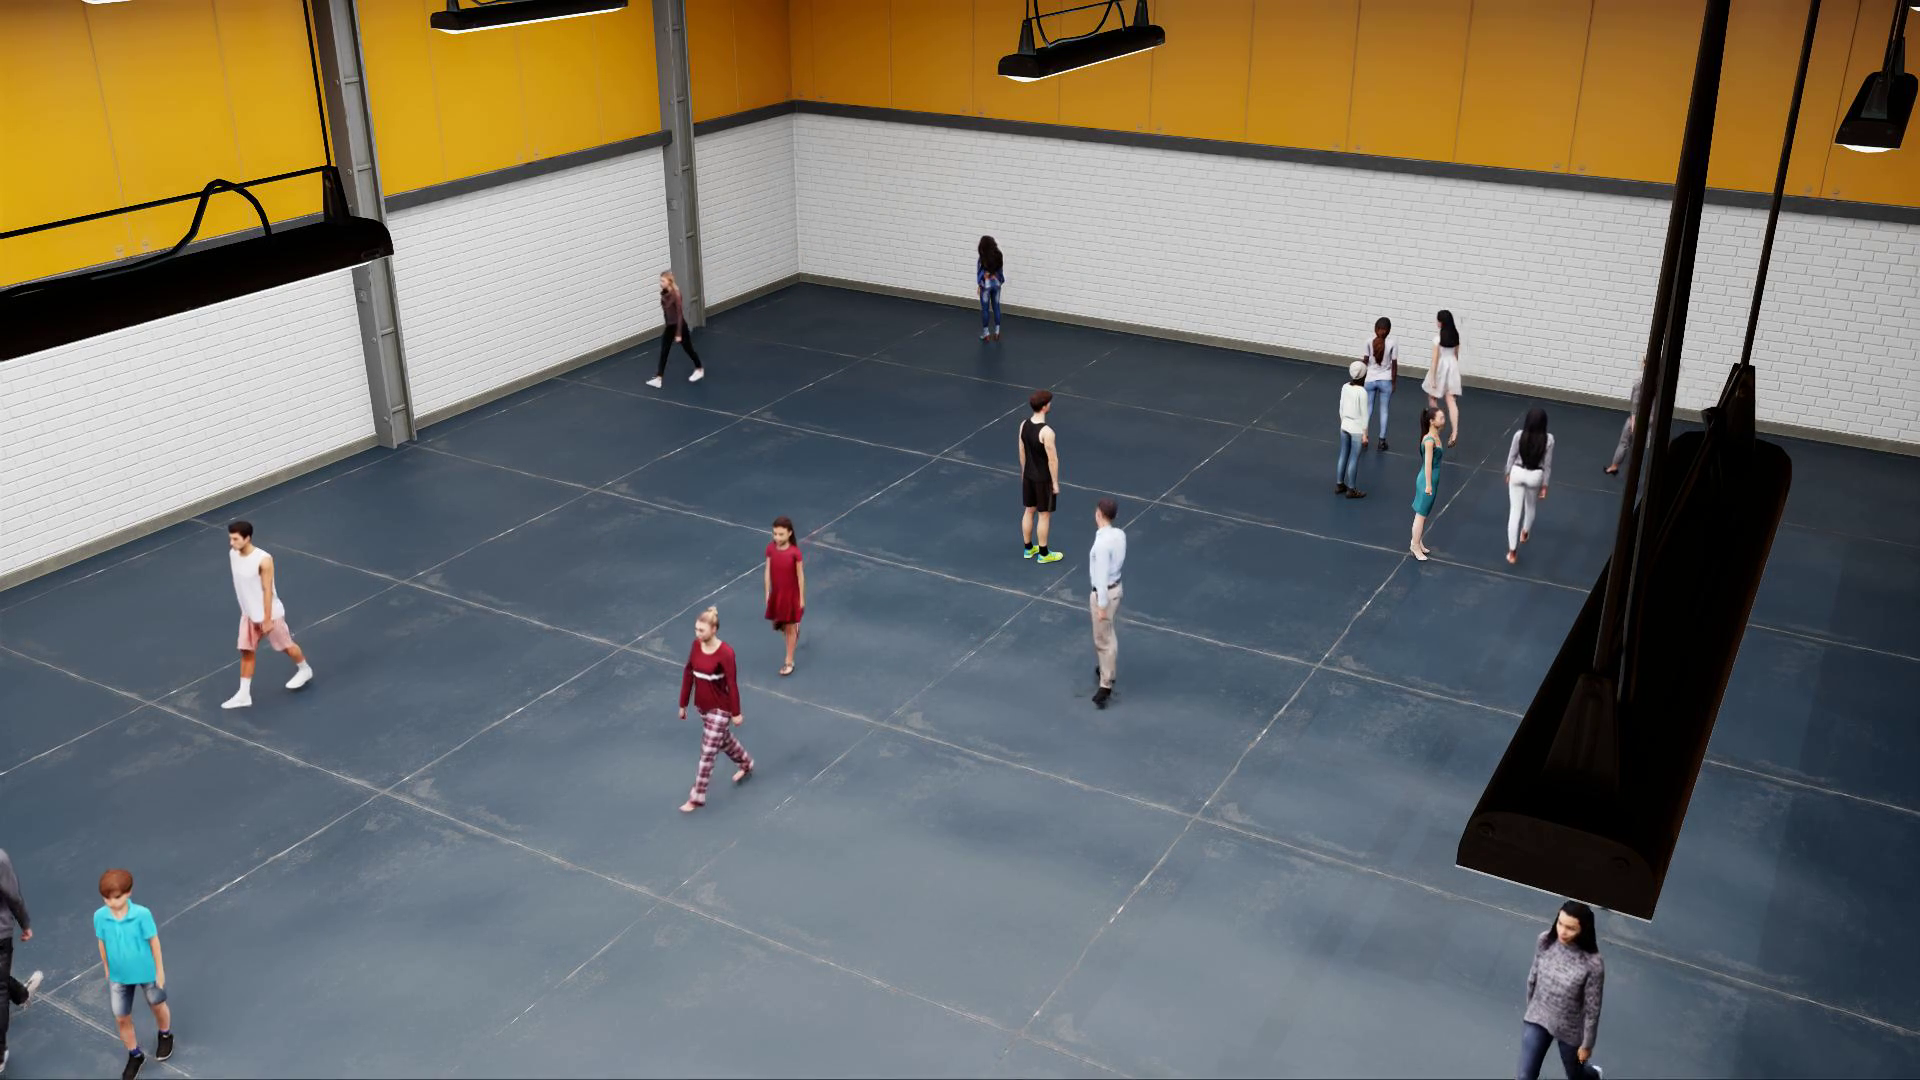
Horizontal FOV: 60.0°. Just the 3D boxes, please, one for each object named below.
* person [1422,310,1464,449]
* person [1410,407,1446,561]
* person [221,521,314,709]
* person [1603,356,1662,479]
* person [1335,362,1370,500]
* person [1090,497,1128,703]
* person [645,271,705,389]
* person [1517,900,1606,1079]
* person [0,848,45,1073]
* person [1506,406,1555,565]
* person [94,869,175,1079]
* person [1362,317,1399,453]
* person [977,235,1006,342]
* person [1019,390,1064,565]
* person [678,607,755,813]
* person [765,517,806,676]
[{"bbox_3d":[6.118,-1.981,20.859,1.104,1.726,1.192,-5,24,-10],"label":"person"},{"bbox_3d":[4.999,-0.615,17.782,0.634,1.687,0.463,9,25,20],"label":"person"},{"bbox_3d":[-6.170,0.622,14.895,0.676,1.733,1.125,12,26,25],"label":"person"},{"bbox_3d":[8.071,-1.324,19.477,1.089,1.629,1.149,-6,24,-14],"label":"person"},{"bbox_3d":[4.594,-1.301,19.406,0.658,1.644,0.647,-13,27,-27],"label":"person"},{"bbox_3d":[1.324,0.547,14.965,0.949,1.816,0.550,4,24,9],"label":"person"},{"bbox_3d":[-3.862,-2.920,23.119,0.812,1.636,1.248,21,31,39],"label":"person"},{"bbox_3d":[3.602,2.841,9.858,1.186,1.702,0.854,-20,31,-38],"label":"person"},{"bbox_3d":[-6.199,2.559,10.494,1.076,1.710,1.183,-6,24,-14],"label":"person"},{"bbox_3d":[6.002,-0.562,17.674,0.787,1.677,1.211,7,25,15],"label":"person"},{"bbox_3d":[-5.230,2.671,10.578,0.727,1.436,0.798,-3,24,-8],"label":"person"},{"bbox_3d":[5.237,-1.960,20.820,0.616,1.719,0.562,9,25,20],"label":"person"},{"bbox_3d":[0.455,-3.833,25.231,0.670,1.618,0.752,-9,25,-20],"label":"person"},{"bbox_3d":[0.839,-0.674,17.662,0.693,1.892,0.750,-20,31,-38],"label":"person"},{"bbox_3d":[-1.931,1.322,13.399,0.723,1.650,1.121,17,29,33],"label":"person"},{"bbox_3d":[-1.600,0.463,15.495,0.661,1.543,0.841,6,24,13],"label":"person"}]
